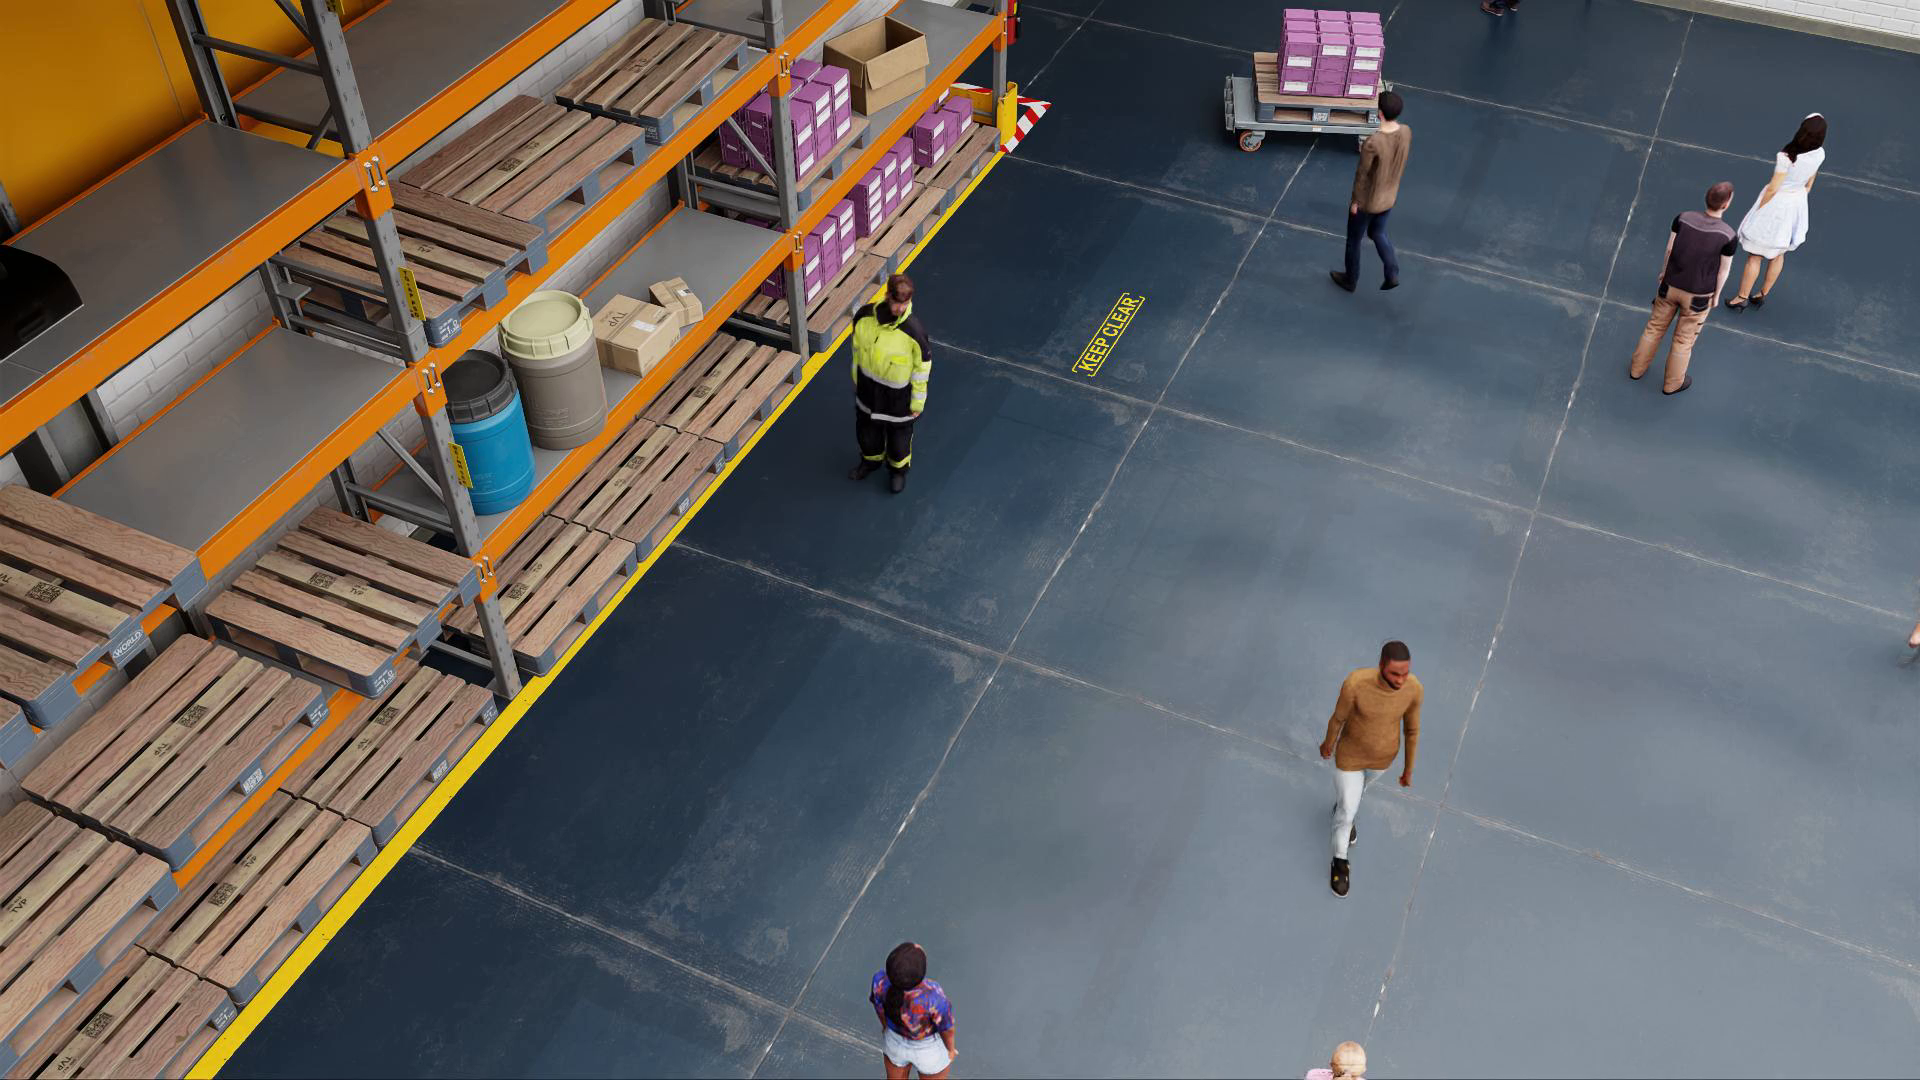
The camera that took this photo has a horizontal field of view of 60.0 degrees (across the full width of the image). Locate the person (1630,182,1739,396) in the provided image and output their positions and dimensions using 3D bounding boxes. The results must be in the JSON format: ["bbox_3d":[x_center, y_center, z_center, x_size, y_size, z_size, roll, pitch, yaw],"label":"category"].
[{"bbox_3d":[5.660,-1.975,12.944,0.725,1.842,0.758,-33,53,-30],"label":"person"}]

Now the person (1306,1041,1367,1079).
[{"bbox_3d":[1.805,2.925,8.228,0.644,1.253,0.957,6,44,7],"label":"person"}]

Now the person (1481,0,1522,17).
[{"bbox_3d":[5.973,-6.521,17.712,0.844,1.848,0.934,-20,47,-20],"label":"person"}]

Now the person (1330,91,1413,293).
[{"bbox_3d":[3.489,-2.807,13.795,0.967,1.874,0.977,-23,48,-22],"label":"person"}]

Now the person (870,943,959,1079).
[{"bbox_3d":[-0.227,2.520,8.297,0.591,1.742,0.521,16,46,16],"label":"person"}]

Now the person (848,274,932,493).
[{"bbox_3d":[-0.509,-1.134,11.988,0.817,1.943,0.629,28,50,26],"label":"person"}]

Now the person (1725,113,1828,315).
[{"bbox_3d":[6.742,-2.674,13.696,0.856,1.816,0.908,-8,44,-8],"label":"person"}]

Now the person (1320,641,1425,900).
[{"bbox_3d":[2.347,1.153,9.699,0.921,1.789,1.076,-2,44,-2],"label":"person"}]
